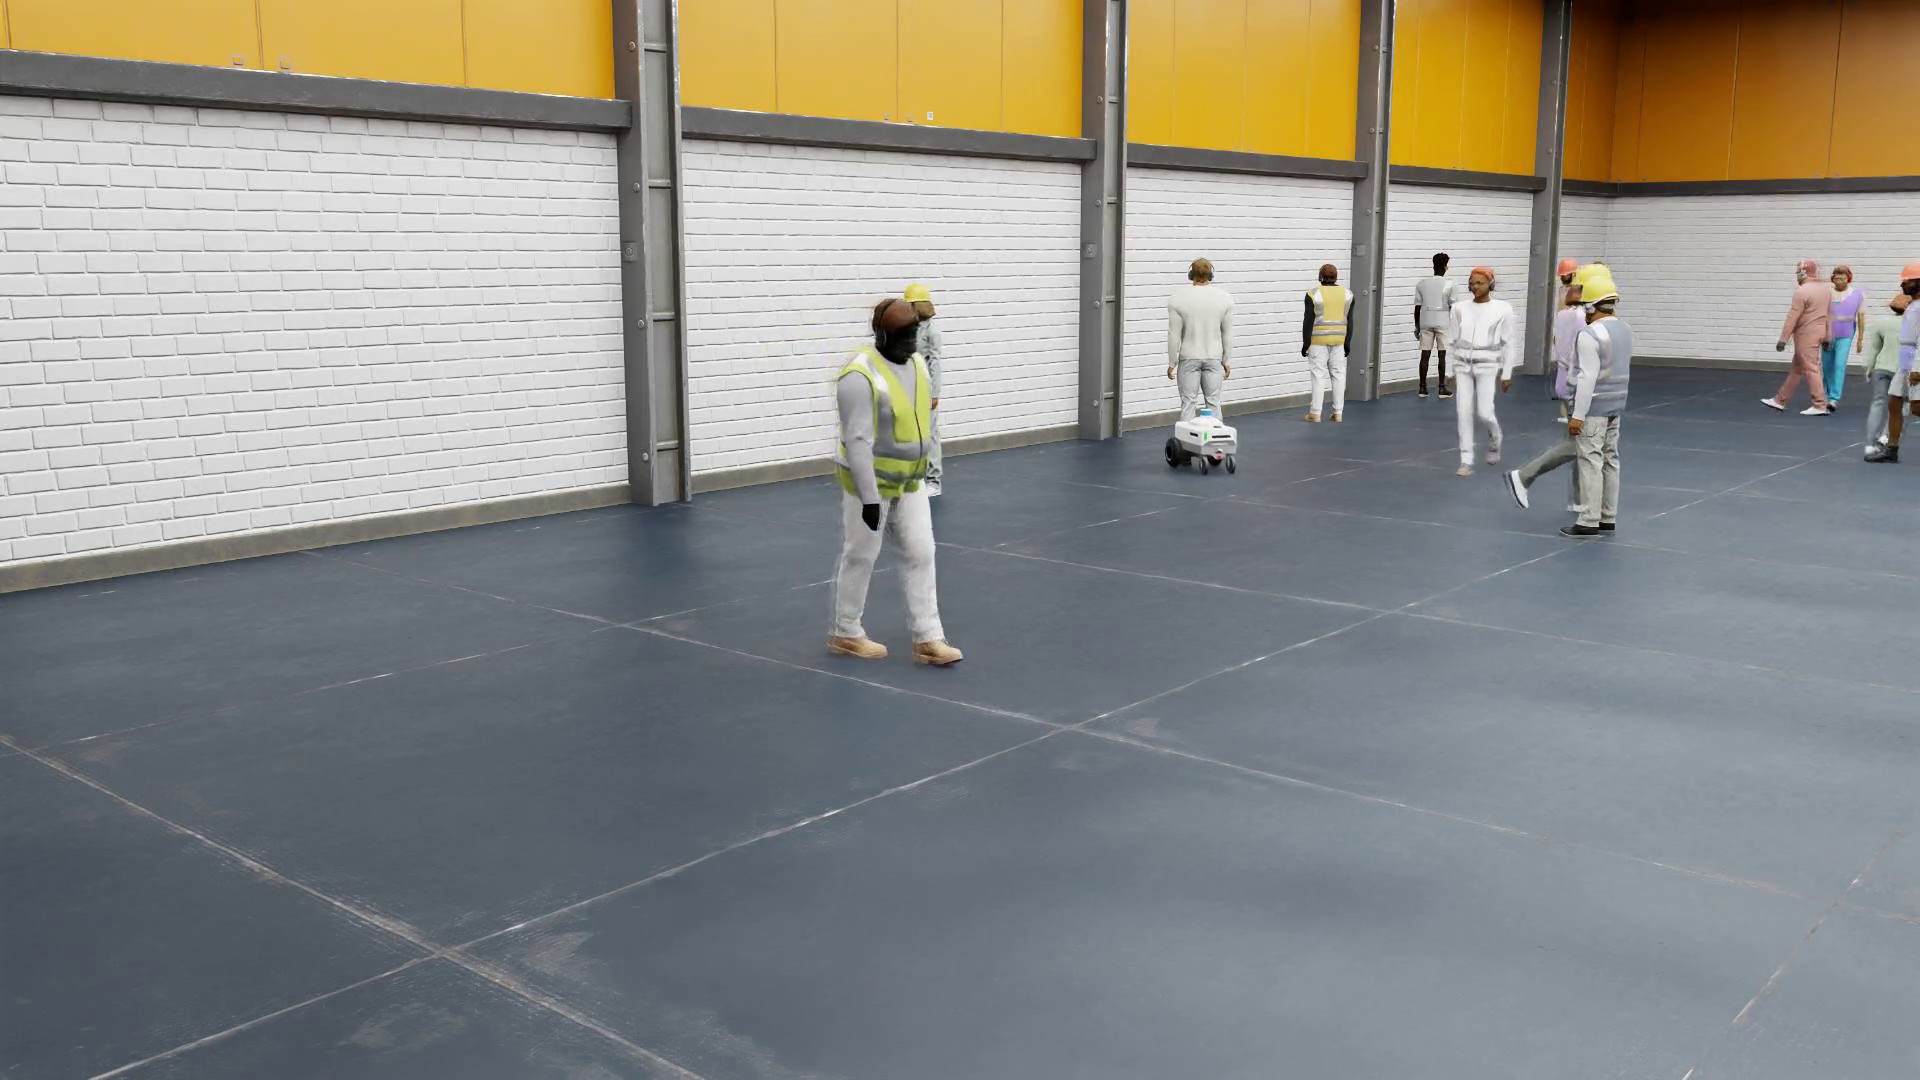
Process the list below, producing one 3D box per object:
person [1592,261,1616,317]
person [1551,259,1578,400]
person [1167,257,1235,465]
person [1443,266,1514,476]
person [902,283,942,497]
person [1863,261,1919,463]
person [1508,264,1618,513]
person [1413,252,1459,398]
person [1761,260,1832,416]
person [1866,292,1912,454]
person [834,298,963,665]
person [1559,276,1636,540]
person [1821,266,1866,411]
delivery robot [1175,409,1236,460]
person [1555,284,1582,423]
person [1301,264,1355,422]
[{"bbox_3d":[8.717,-2.902,22.860,0.516,1.843,0.327,1,10,8],"label":"person"},{"bbox_3d":[7.998,-2.714,21.735,0.556,1.884,0.761,-2,10,-12],"label":"person"},{"bbox_3d":[2.235,-1.659,15.520,0.627,1.940,0.372,0,10,-2],"label":"person"},{"bbox_3d":[4.646,-1.510,14.880,0.582,1.866,0.568,7,12,37],"label":"person"},{"bbox_3d":[-0.341,-1.217,13.579,0.311,1.741,0.486,-8,12,-37],"label":"person"},{"bbox_3d":[8.995,-1.642,15.516,0.792,1.914,0.553,2,10,10],"label":"person"},{"bbox_3d":[4.614,-1.133,12.612,0.714,1.911,0.595,3,10,17],"label":"person"},{"bbox_3d":[6.465,-2.913,22.575,0.614,1.963,0.362,7,12,34],"label":"person"},{"bbox_3d":[10.225,-2.460,20.287,0.670,1.858,0.925,-8,13,-37],"label":"person"},{"bbox_3d":[9.116,-1.630,16.255,0.407,1.607,0.610,-5,11,-27],"label":"person"},{"bbox_3d":[-0.322,-0.261,7.991,0.835,1.785,0.662,7,12,36],"label":"person"},{"bbox_3d":[4.430,-0.917,11.604,0.596,1.828,0.403,-8,13,-40],"label":"person"},{"bbox_3d":[10.901,-2.504,20.750,0.614,1.789,0.902,8,13,40],"label":"person"},{"bbox_3d":[2.235,-0.951,15.156,0.477,0.478,0.707,-3,10,-16],"label":"delivery robot"},{"bbox_3d":[7.075,-2.121,19.052,0.508,1.615,0.625,0,10,1],"label":"person"},{"bbox_3d":[4.266,-2.292,19.399,0.634,1.841,0.429,-2,10,-13],"label":"person"}]
